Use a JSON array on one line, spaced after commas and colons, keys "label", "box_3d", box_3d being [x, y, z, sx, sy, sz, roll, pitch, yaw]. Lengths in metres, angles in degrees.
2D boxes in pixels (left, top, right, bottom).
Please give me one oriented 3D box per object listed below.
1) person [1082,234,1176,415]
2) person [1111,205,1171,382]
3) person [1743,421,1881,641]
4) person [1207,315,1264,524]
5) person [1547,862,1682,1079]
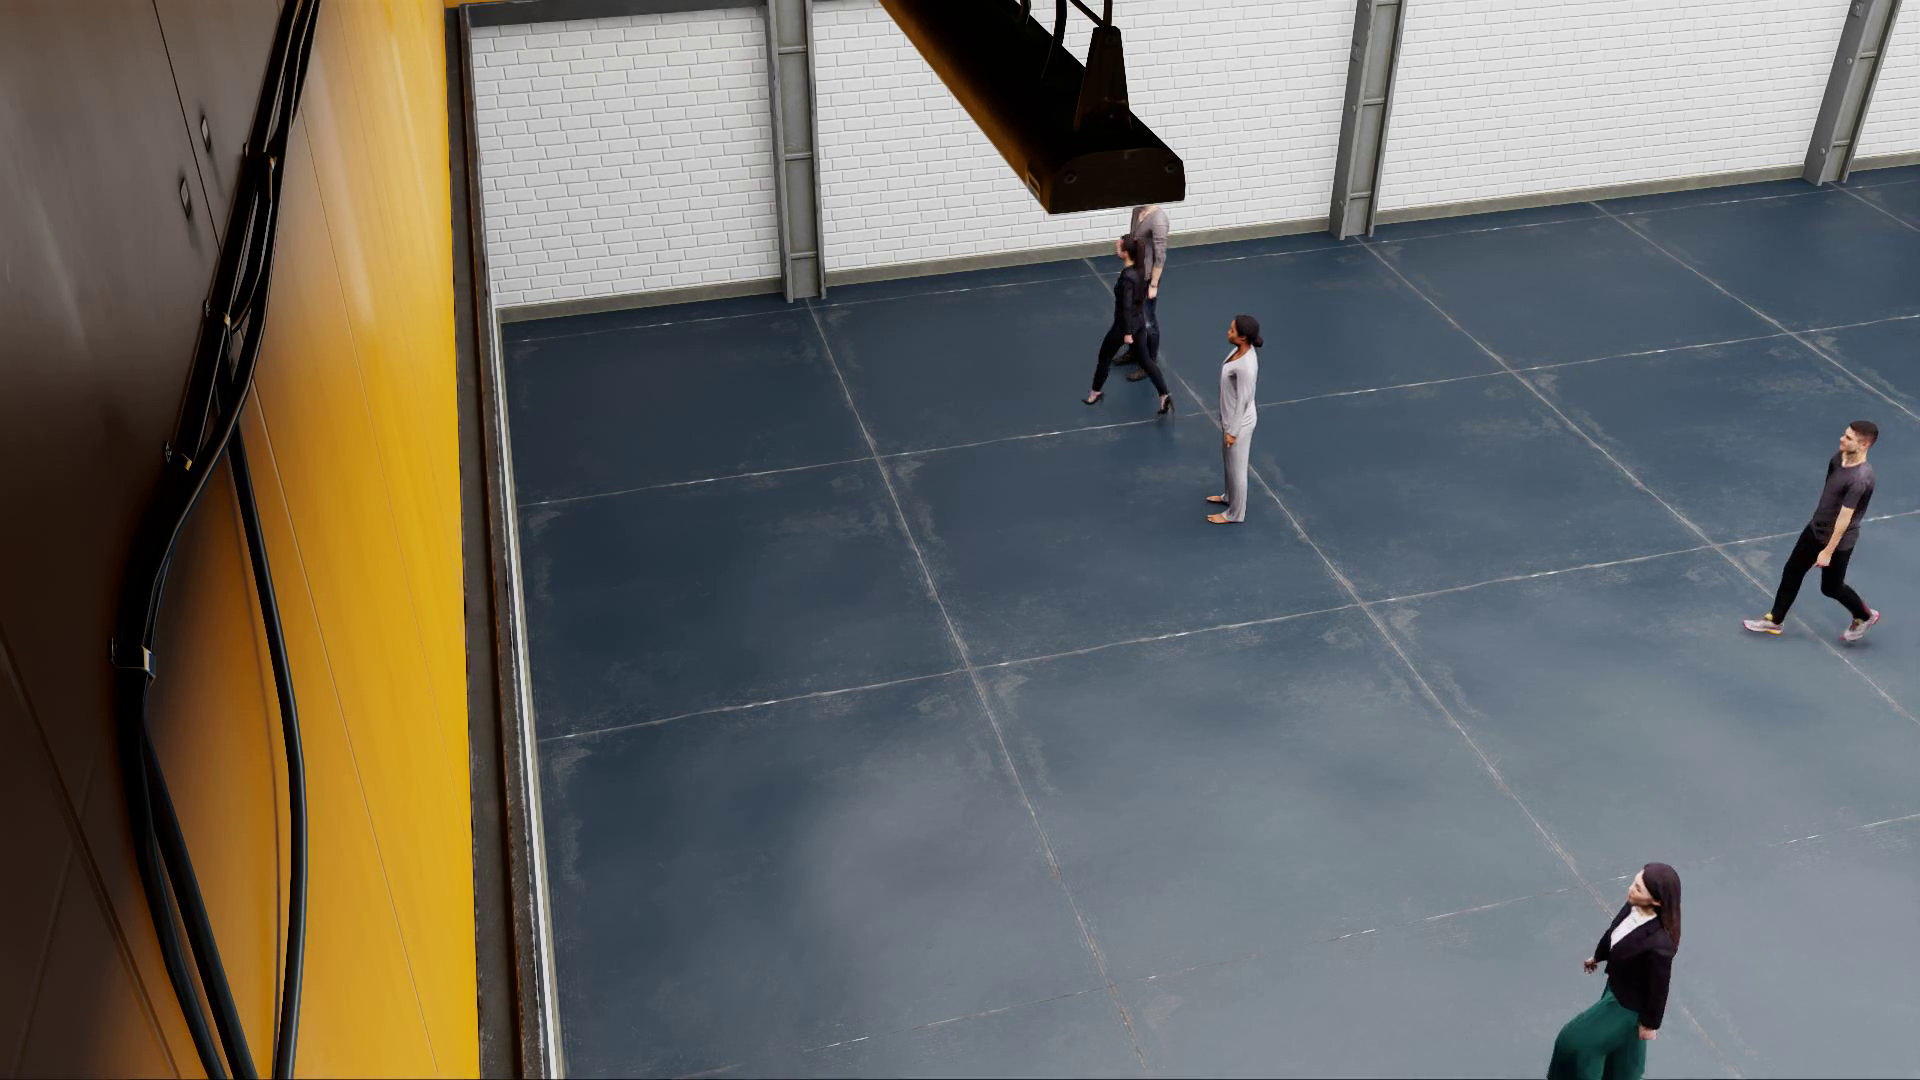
[{"label": "person", "box_3d": [1.517, -1.774, 14.163, 1.157, 1.666, 1.031, 15, 36, 21]}, {"label": "person", "box_3d": [1.651, -2.366, 14.833, 0.618, 1.911, 0.711, -13, 36, -19]}, {"label": "person", "box_3d": [6.078, -0.010, 11.441, 1.156, 1.740, 0.833, 0, 34, 1]}, {"label": "person", "box_3d": [2.146, -0.943, 12.849, 0.654, 1.736, 0.702, 3, 34, 4]}, {"label": "person", "box_3d": [3.331, 2.232, 8.085, 0.858, 1.721, 0.753, 5, 34, 8]}]
